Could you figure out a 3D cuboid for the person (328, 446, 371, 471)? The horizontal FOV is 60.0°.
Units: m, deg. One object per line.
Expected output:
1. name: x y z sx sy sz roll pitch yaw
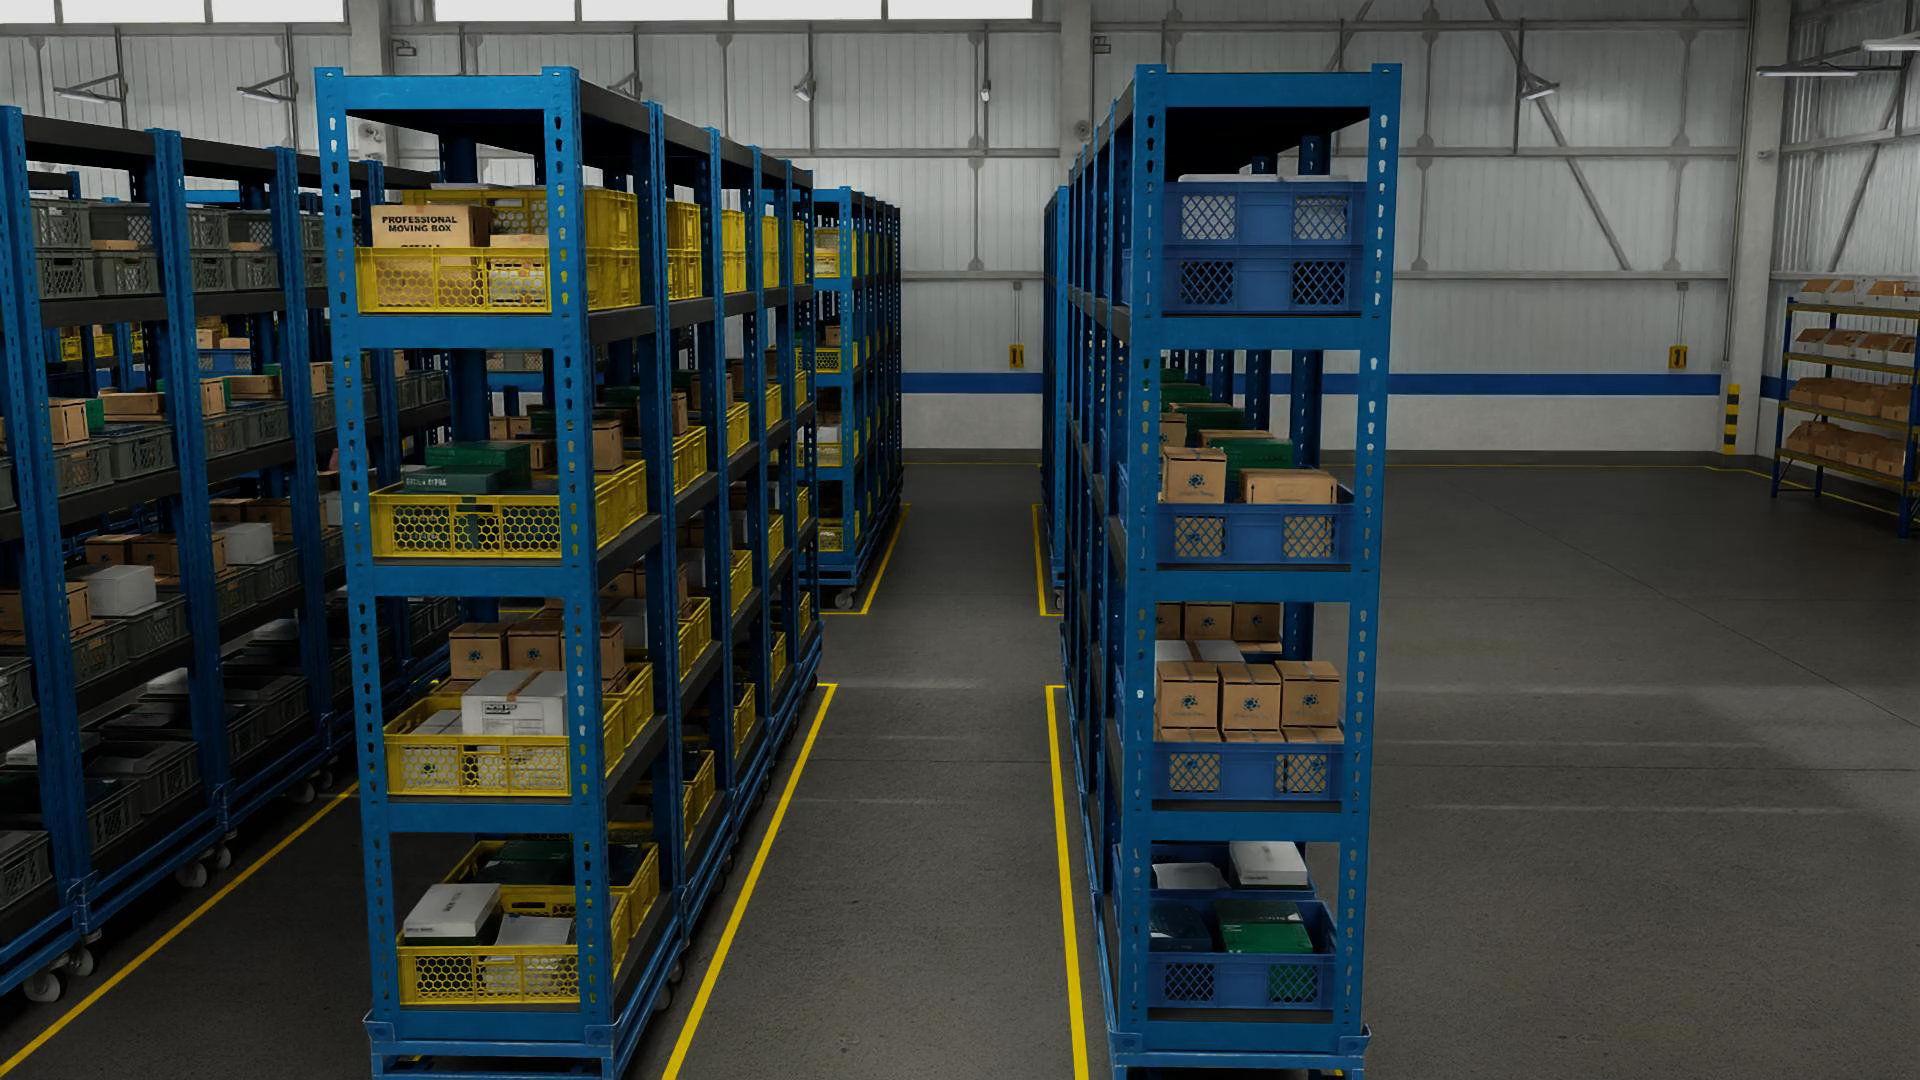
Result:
1. person: -4.704 -0.131 12.791 0.392 1.991 0.613 -4 11 -23
